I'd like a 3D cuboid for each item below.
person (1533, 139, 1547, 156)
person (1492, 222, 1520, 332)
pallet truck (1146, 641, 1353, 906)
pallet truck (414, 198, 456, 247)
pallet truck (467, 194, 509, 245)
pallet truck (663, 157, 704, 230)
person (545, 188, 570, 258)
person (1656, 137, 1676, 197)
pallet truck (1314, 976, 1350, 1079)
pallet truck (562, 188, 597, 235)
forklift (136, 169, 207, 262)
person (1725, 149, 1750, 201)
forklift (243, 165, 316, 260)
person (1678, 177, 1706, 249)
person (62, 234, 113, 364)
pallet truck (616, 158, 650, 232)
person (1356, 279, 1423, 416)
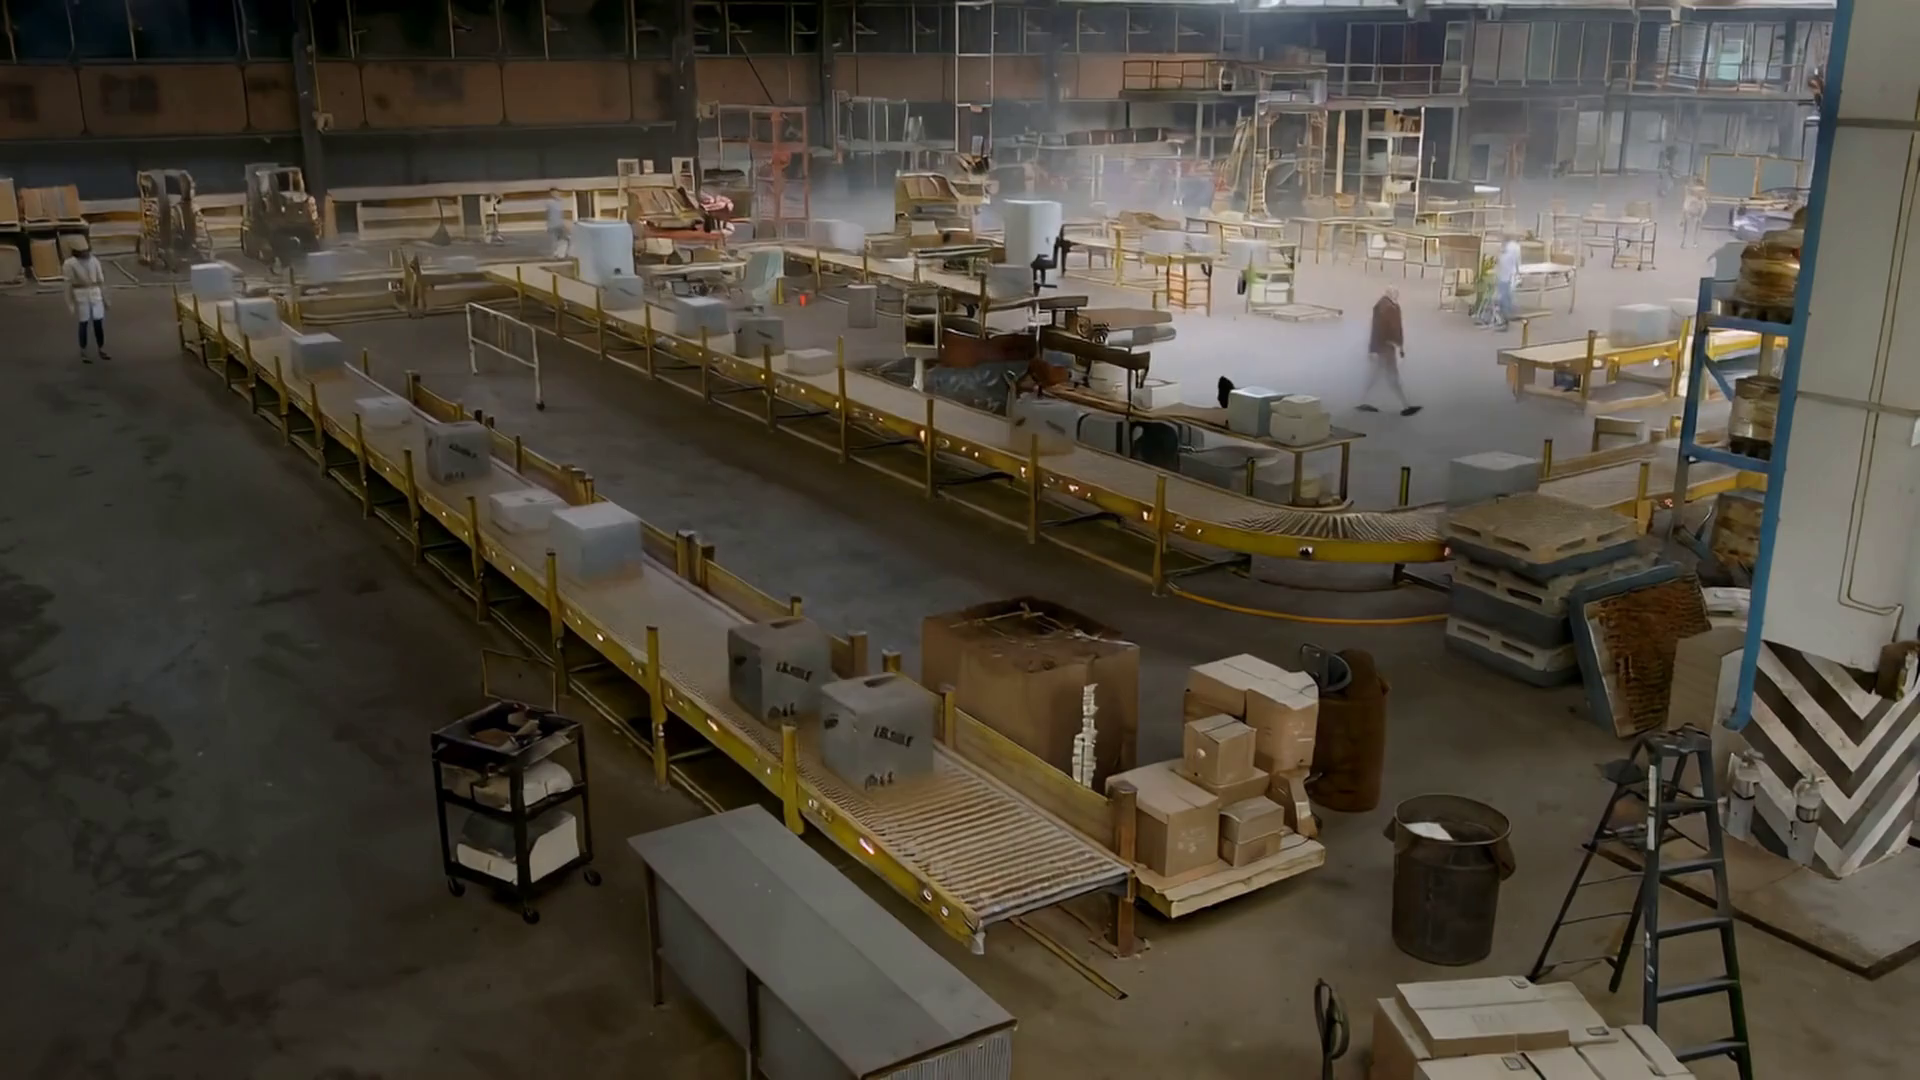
[{"bbox_3d":[24.248,-16.731,69.563,0.636,1.900,0.397,11,20,32],"label":"person"},{"bbox_3d":[9.581,-4.603,29.170,0.510,1.914,0.581,-5,18,-17],"label":"person"},{"bbox_3d":[1.664,1.407,10.232,1.630,1.274,0.653,-10,20,-31],"label":"pallet truck"},{"bbox_3d":[-13.250,-8.060,41.856,0.680,1.201,1.601,-10,20,-31],"label":"pallet truck"},{"bbox_3d":[-11.983,-8.177,42.137,0.704,1.261,1.522,-11,20,-33],"label":"pallet truck"},{"bbox_3d":[-7.586,-9.308,44.692,0.823,1.965,1.885,-11,20,-33],"label":"pallet truck"},{"bbox_3d":[-9.253,-7.227,38.254,0.527,1.718,0.923,8,19,26],"label":"person"},{"bbox_3d":[23.136,-12.186,54.406,0.596,1.916,0.373,-10,19,-29],"label":"person"},{"bbox_3d":[2.299,2.390,7.086,1.601,1.201,0.680,-2,17,-7],"label":"pallet truck"},{"bbox_3d":[-10.010,-8.652,43.699,0.653,1.274,1.630,-10,20,-31],"label":"pallet truck"},{"bbox_3d":[-17.842,-7.318,37.559,1.157,1.987,2.680,-10,20,-31],"label":"forklift"},{"bbox_3d":[23.543,-10.929,50.385,0.586,1.837,1.007,13,21,38],"label":"person"},{"bbox_3d":[-15.898,-7.669,38.708,1.157,1.987,2.680,-11,20,-33],"label":"forklift"},{"bbox_3d":[18.035,-8.043,40.933,0.484,1.736,0.305,11,20,33],"label":"person"},{"bbox_3d":[-13.829,-3.828,26.383,0.386,2.041,0.612,12,20,34],"label":"person"},{"bbox_3d":[-8.918,-9.176,44.255,0.823,1.965,1.885,-9,19,-27],"label":"pallet truck"},{"bbox_3d":[5.903,-2.627,22.692,0.976,1.852,0.676,10,19,29],"label":"person"}]
